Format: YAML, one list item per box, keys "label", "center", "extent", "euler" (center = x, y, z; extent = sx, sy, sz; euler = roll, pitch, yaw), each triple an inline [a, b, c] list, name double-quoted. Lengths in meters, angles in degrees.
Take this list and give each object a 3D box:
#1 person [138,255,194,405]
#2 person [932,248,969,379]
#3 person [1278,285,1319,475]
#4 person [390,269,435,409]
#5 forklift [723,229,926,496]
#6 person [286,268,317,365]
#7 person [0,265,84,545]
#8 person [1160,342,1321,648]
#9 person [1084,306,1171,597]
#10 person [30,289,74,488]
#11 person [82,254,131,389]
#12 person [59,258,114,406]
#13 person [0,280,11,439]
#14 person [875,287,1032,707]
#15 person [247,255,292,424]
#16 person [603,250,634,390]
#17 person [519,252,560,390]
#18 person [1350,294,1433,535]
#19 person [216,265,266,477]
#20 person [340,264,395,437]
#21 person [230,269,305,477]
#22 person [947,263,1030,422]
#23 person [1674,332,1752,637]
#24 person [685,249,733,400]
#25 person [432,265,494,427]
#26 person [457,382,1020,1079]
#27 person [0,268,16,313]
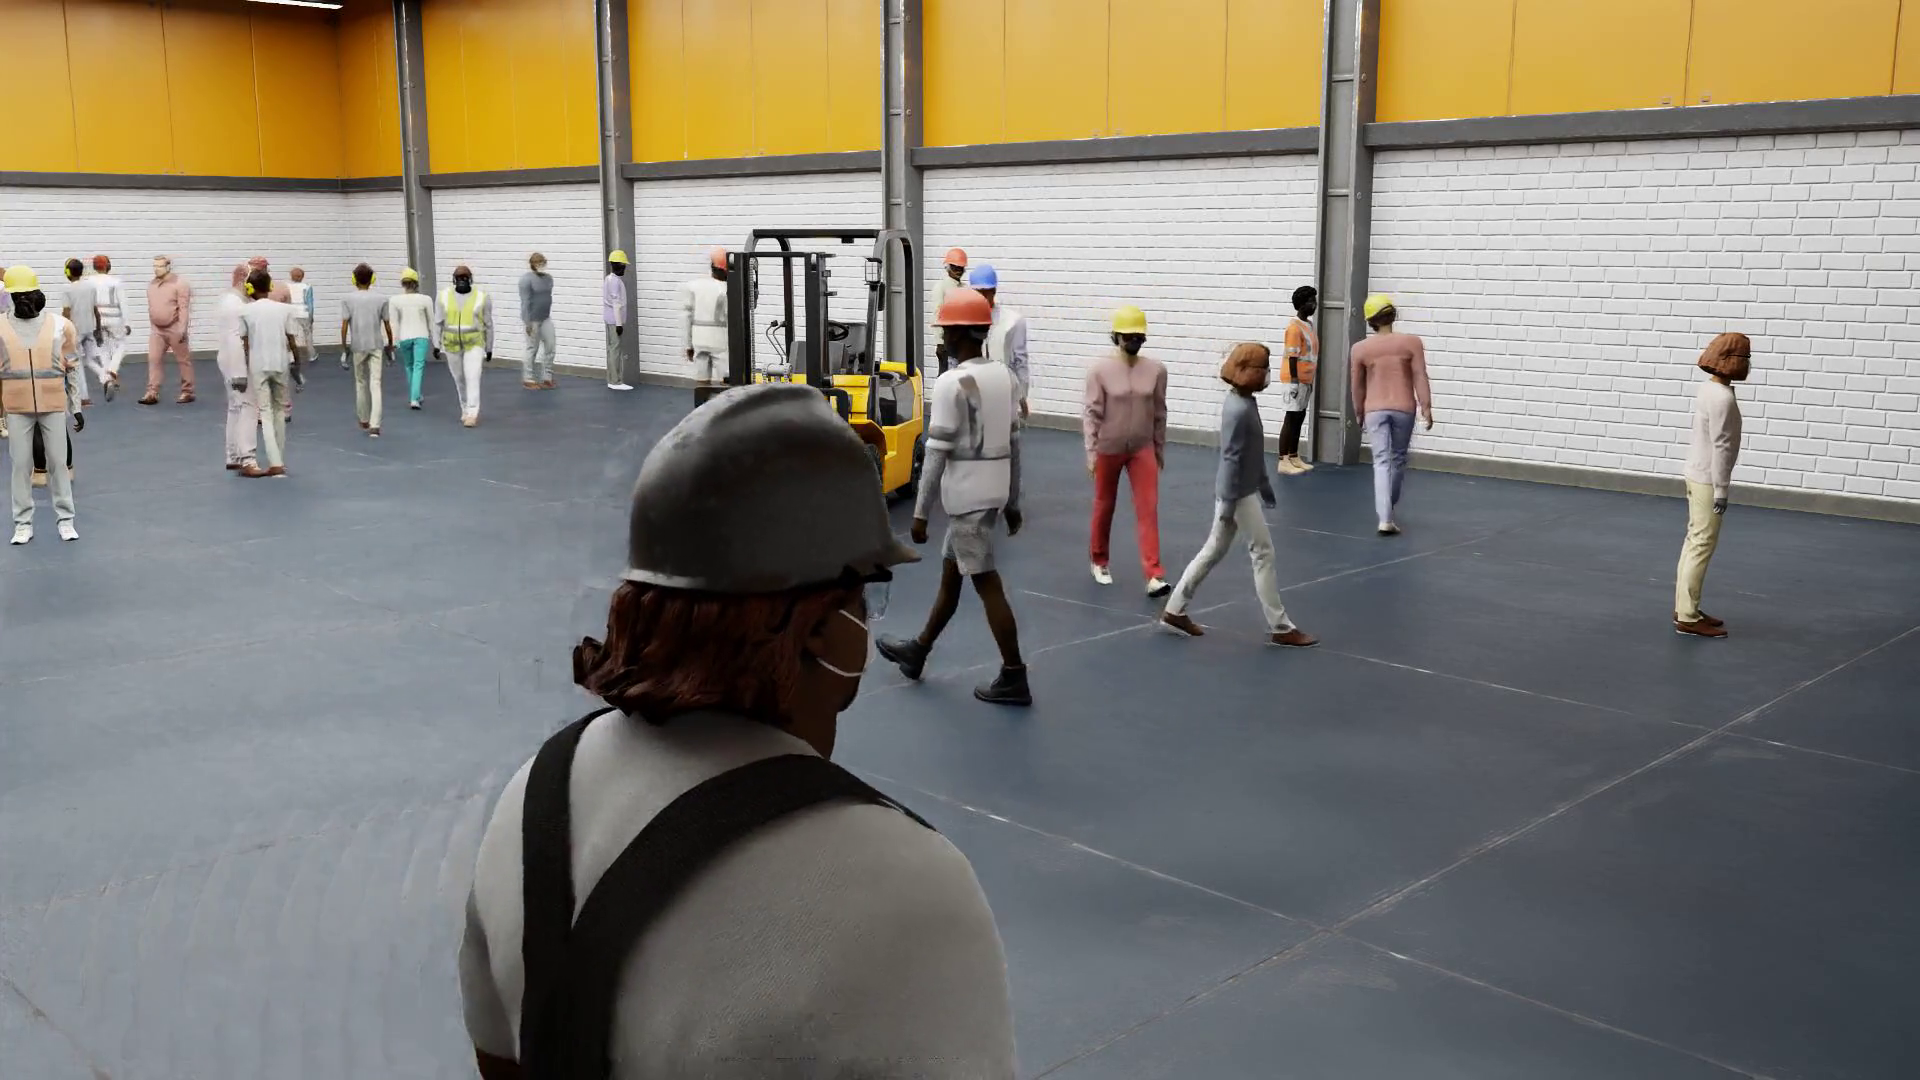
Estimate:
- label: "person"
  center: [-10.013, -2.628, 20.921]
  extent: [0.660, 1.870, 0.891]
  euler: [2, 11, 9]
- label: "person"
  center: [-0.061, -2.145, 17.978]
  extent: [0.394, 1.987, 0.622]
  euler: [7, 12, 33]
- label: "person"
  center: [3.036, -1.429, 14.898]
  extent: [0.322, 1.689, 0.530]
  euler: [5, 12, 25]
- label: "person"
  center: [-6.758, -2.484, 20.585]
  extent: [0.522, 1.723, 0.925]
  euler: [-1, 10, -4]
- label: "forklift"
  center: [-1.050, -1.319, 12.920]
  extent: [1.214, 2.155, 2.313]
  euler: [2, 11, 13]
- label: "person"
  center: [-10.976, -3.711, 27.614]
  extent: [0.528, 1.587, 0.914]
  euler: [0, 10, -2]
- label: "person"
  center: [-6.417, -0.933, 11.540]
  extent: [0.594, 1.925, 0.377]
  euler: [-6, 12, -28]
- label: "person"
  center: [1.447, -0.241, 8.684]
  extent: [0.841, 1.593, 0.511]
  euler: [2, 11, 11]
- label: "person"
  center: [0.996, -0.528, 9.908]
  extent: [0.547, 1.716, 0.922]
  euler: [-2, 11, -11]
- label: "person"
  center: [-7.826, -1.294, 14.138]
  extent: [0.316, 1.695, 0.542]
  euler: [5, 12, 27]
- label: "person"
  center: [-11.757, -2.994, 22.926]
  extent: [0.608, 1.873, 0.440]
  euler: [0, 10, -2]
- label: "person"
  center: [-10.930, -2.577, 20.748]
  extent: [0.553, 1.847, 0.510]
  euler: [5, 11, 24]
- label: "person"
  center: [-10.157, -2.049, 17.309]
  extent: [0.394, 2.044, 0.609]
  euler: [9, 14, 40]
- label: "person"
  center: [-0.038, -0.204, 7.657]
  extent: [0.957, 1.888, 0.569]
  euler: [7, 12, 32]
- label: "person"
  center: [-7.906, -2.269, 18.886]
  extent: [0.640, 1.909, 0.409]
  euler: [-8, 13, -36]
- label: "person"
  center: [-4.750, -3.042, 23.052]
  extent: [0.383, 1.923, 0.589]
  euler: [-3, 11, -17]
- label: "person"
  center: [-5.818, -2.993, 22.849]
  extent: [0.668, 1.894, 0.646]
  euler: [7, 12, 33]
- label: "person"
  center: [3.118, -0.918, 12.063]
  extent: [0.584, 1.698, 0.888]
  euler: [2, 11, 11]
- label: "person"
  center: [-6.436, -1.519, 14.931]
  extent: [0.394, 1.875, 0.909]
  euler: [-6, 12, -30]
- label: "person"
  center: [-6.349, -2.031, 17.810]
  extent: [0.554, 1.819, 0.989]
  euler: [-4, 11, -21]
- label: "person"
  center: [-6.227, -1.494, 14.866]
  extent: [0.571, 1.830, 0.861]
  euler: [-8, 13, -37]
- label: "person"
  center: [0.210, -1.084, 12.365]
  extent: [0.620, 1.933, 0.707]
  euler: [0, 10, 3]
- label: "person"
  center: [4.028, -0.297, 8.903]
  extent: [0.280, 1.624, 0.494]
  euler: [3, 11, 14]
- label: "person"
  center: [-2.508, -1.940, 16.896]
  extent: [0.702, 1.994, 0.428]
  euler: [5, 11, 25]
- label: "person"
  center: [-5.607, -2.201, 18.817]
  extent: [0.640, 1.805, 0.949]
  euler: [-1, 10, -4]
- label: "person"
  center: [-0.253, 0.822, 1.661]
  extent: [0.959, 2.000, 0.687]
  euler: [-9, 14, -39]
- label: "person"
  center: [-14.718, -3.373, 25.649]
  extent: [0.274, 1.632, 0.503]
  euler: [5, 11, 25]
